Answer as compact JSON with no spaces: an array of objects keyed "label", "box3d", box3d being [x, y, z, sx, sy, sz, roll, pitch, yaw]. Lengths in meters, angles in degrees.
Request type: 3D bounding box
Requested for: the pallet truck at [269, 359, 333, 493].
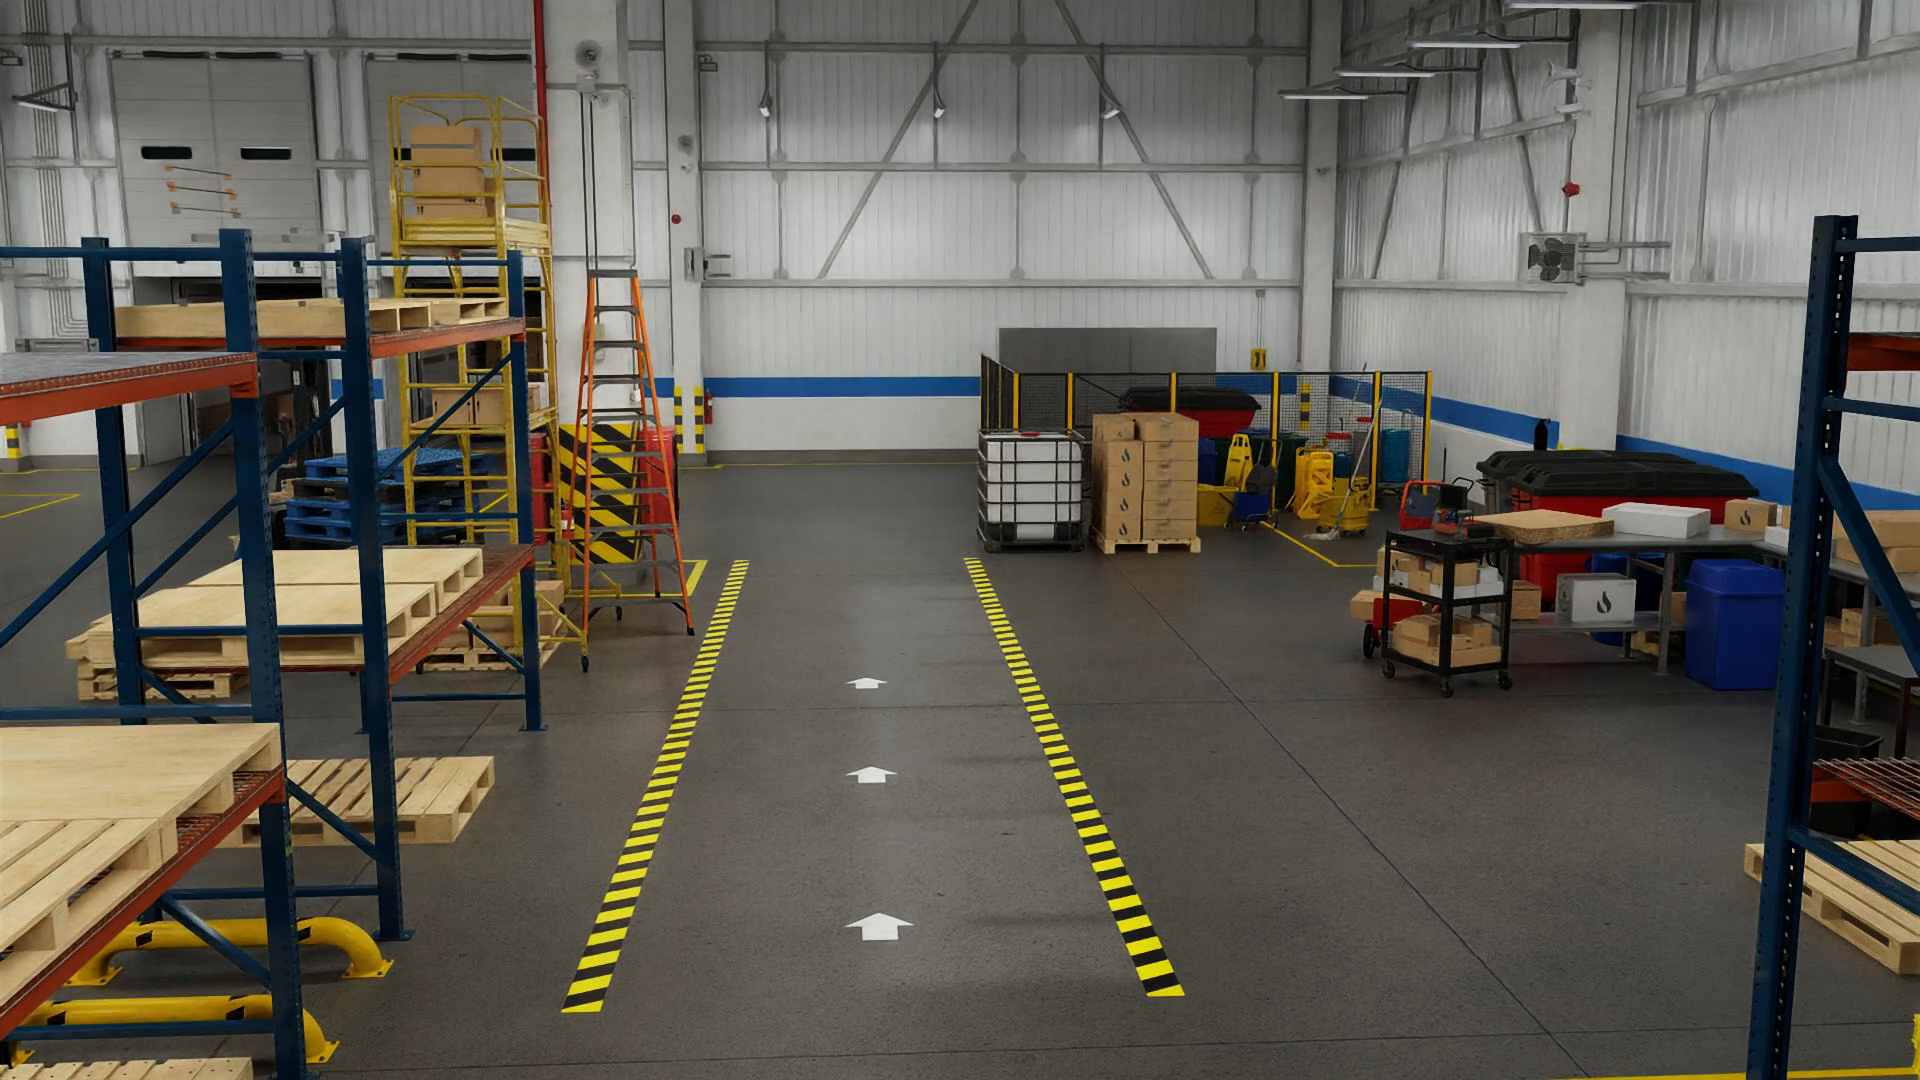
[{"label":"pallet truck","box3d":[-7.062,-1.131,18.996,1.885,1.965,0.823,2,9,13]}]
